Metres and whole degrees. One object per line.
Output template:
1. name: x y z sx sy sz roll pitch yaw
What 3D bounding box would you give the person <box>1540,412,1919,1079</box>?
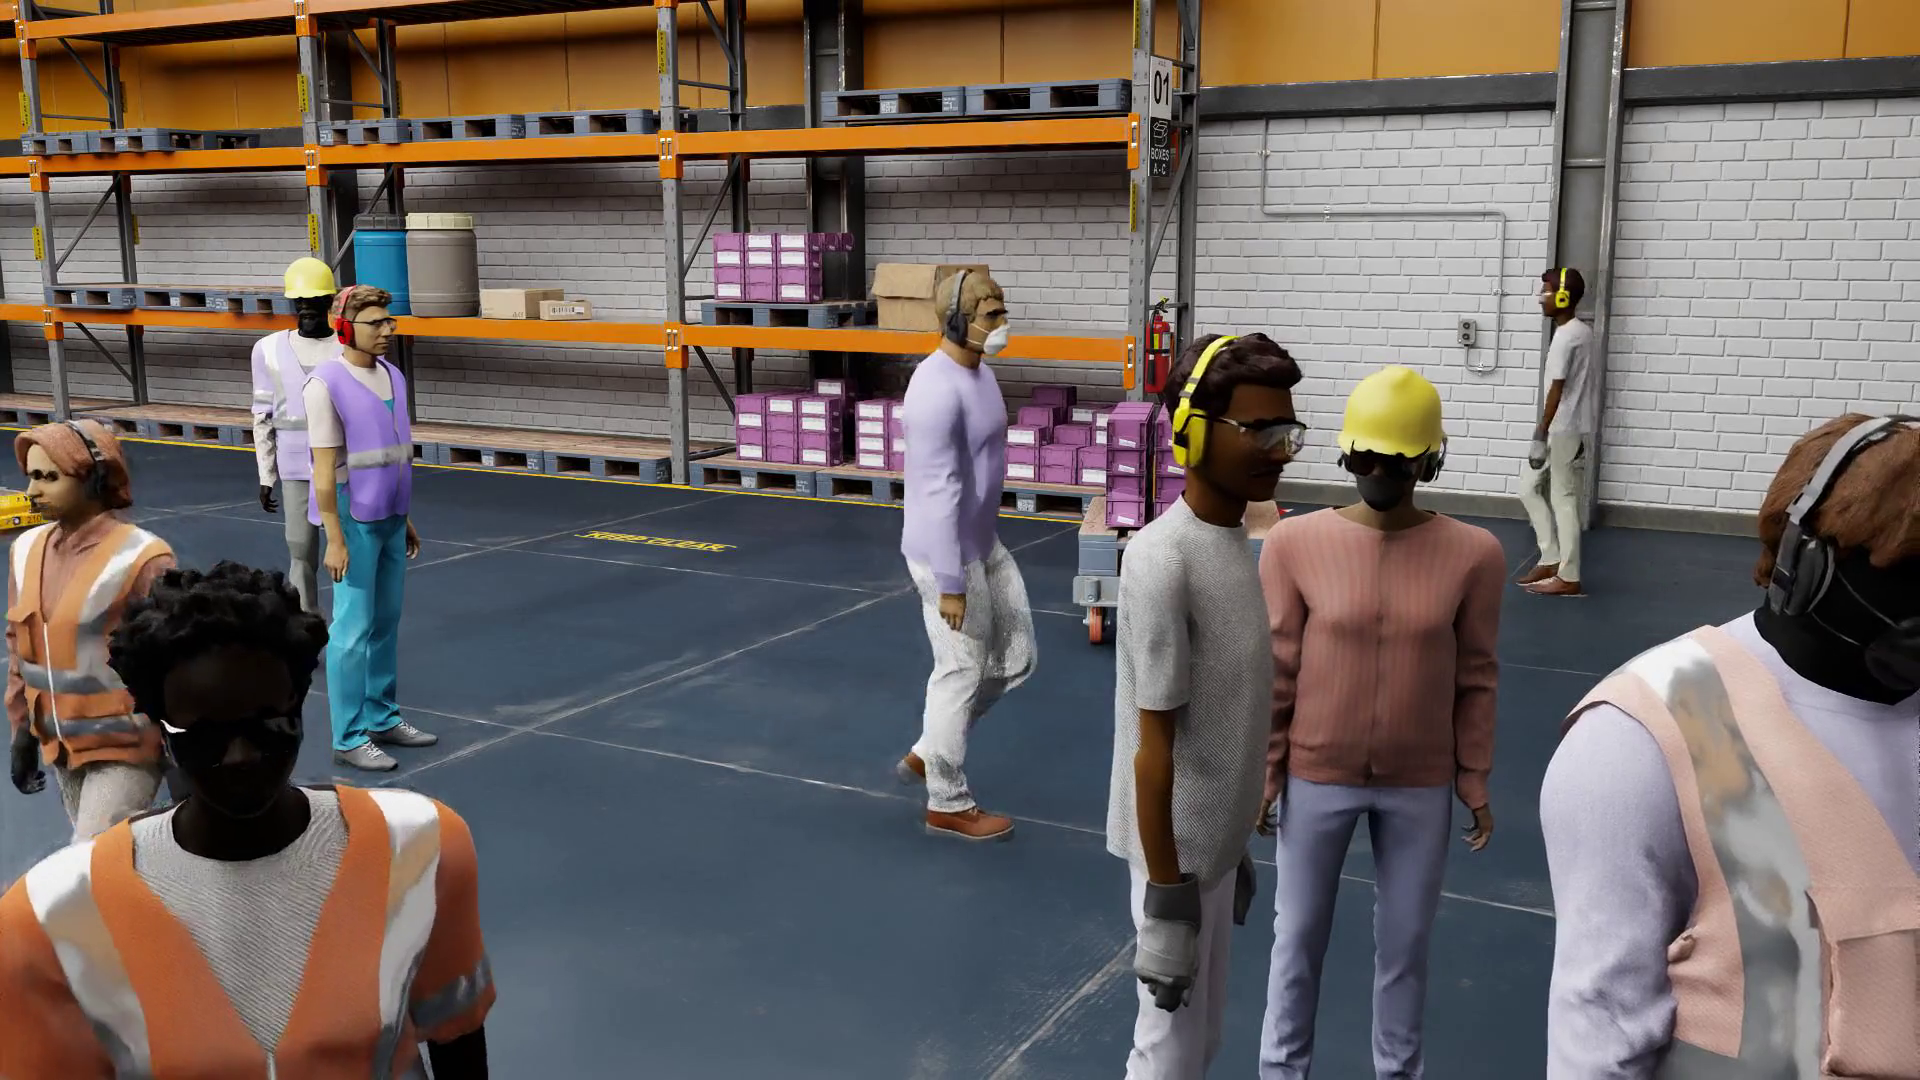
1. person: 0.962 0.771 1.904 0.624 1.840 0.429 -3 11 -16

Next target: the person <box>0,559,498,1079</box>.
1. person: -0.808 0.838 1.966 0.543 1.687 0.403 -5 12 -27

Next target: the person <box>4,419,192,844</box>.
1. person: -2.052 0.492 4.071 0.525 1.604 0.800 5 11 26

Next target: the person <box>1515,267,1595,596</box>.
1. person: 3.316 -0.598 9.363 0.529 1.852 0.564 5 11 26

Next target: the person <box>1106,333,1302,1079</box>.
1. person: 0.422 0.571 2.925 0.315 1.865 0.526 4 11 21

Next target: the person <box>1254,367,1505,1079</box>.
1. person: 0.874 0.512 3.538 0.523 1.762 0.328 1 10 5

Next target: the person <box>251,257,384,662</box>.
1. person: -2.943 -0.329 7.689 0.587 1.927 0.363 -3 11 -15

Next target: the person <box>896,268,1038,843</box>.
1. person: 0.030 0.069 5.516 0.441 1.920 0.648 3 11 17

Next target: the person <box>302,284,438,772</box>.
1. person: -2.292 -0.052 6.393 0.372 1.843 0.570 2 11 11

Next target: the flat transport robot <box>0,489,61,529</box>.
1. flat transport robot: -7.070 -0.241 11.750 1.431 0.197 0.652 6 12 31
